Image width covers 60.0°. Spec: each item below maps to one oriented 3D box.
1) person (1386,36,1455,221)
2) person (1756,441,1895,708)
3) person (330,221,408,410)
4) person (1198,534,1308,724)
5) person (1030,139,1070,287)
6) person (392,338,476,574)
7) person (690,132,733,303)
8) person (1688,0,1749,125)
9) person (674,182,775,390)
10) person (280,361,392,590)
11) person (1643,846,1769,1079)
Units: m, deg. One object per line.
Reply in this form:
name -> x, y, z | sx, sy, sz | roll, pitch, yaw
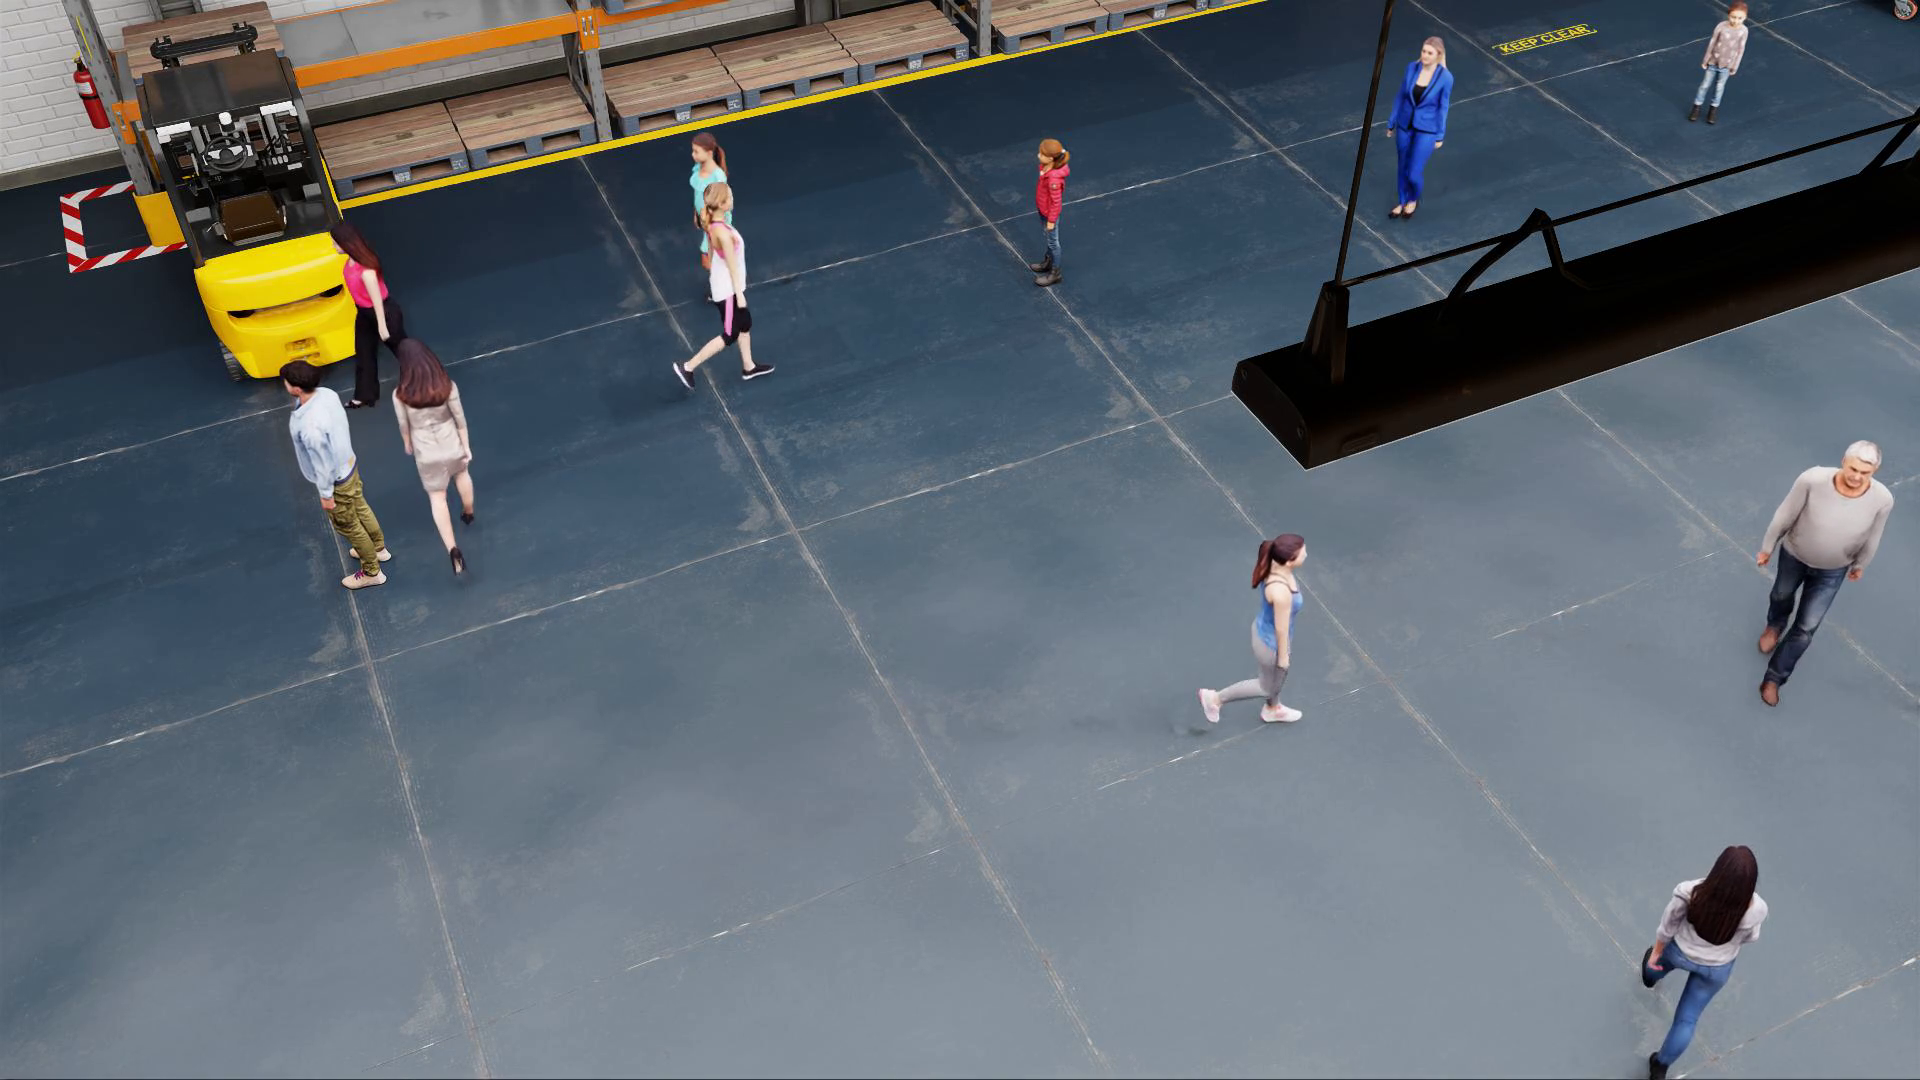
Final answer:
person -> 3.991, -3.557, 14.342 | 0.723, 1.688, 0.710 | 32, 52, 29
person -> 5.365, 0.063, 10.413 | 1.131, 1.867, 1.293 | 24, 49, 23
person -> -4.269, -1.688, 12.425 | 1.011, 1.628, 0.726 | -27, 50, -25
person -> 1.836, 0.590, 10.054 | 0.992, 1.598, 0.837 | 3, 44, 3
person -> 0.750, -2.719, 13.732 | 0.556, 1.317, 0.567 | -6, 44, -6
person -> -3.487, -0.539, 11.158 | 0.980, 1.711, 0.697 | -16, 46, -16
person -> -1.920, -2.606, 13.444 | 0.613, 1.550, 0.591 | -25, 49, -24
person -> 7.193, -4.532, 15.725 | 0.552, 1.193, 0.603 | 18, 47, 18
person -> -1.834, -1.852, 12.496 | 1.035, 1.767, 0.668 | -15, 46, -15
person -> -4.120, -0.437, 10.980 | 0.707, 1.810, 0.752 | -2, 44, -2
person -> 3.718, 2.186, 8.393 | 1.029, 1.579, 1.124 | 17, 46, 17
